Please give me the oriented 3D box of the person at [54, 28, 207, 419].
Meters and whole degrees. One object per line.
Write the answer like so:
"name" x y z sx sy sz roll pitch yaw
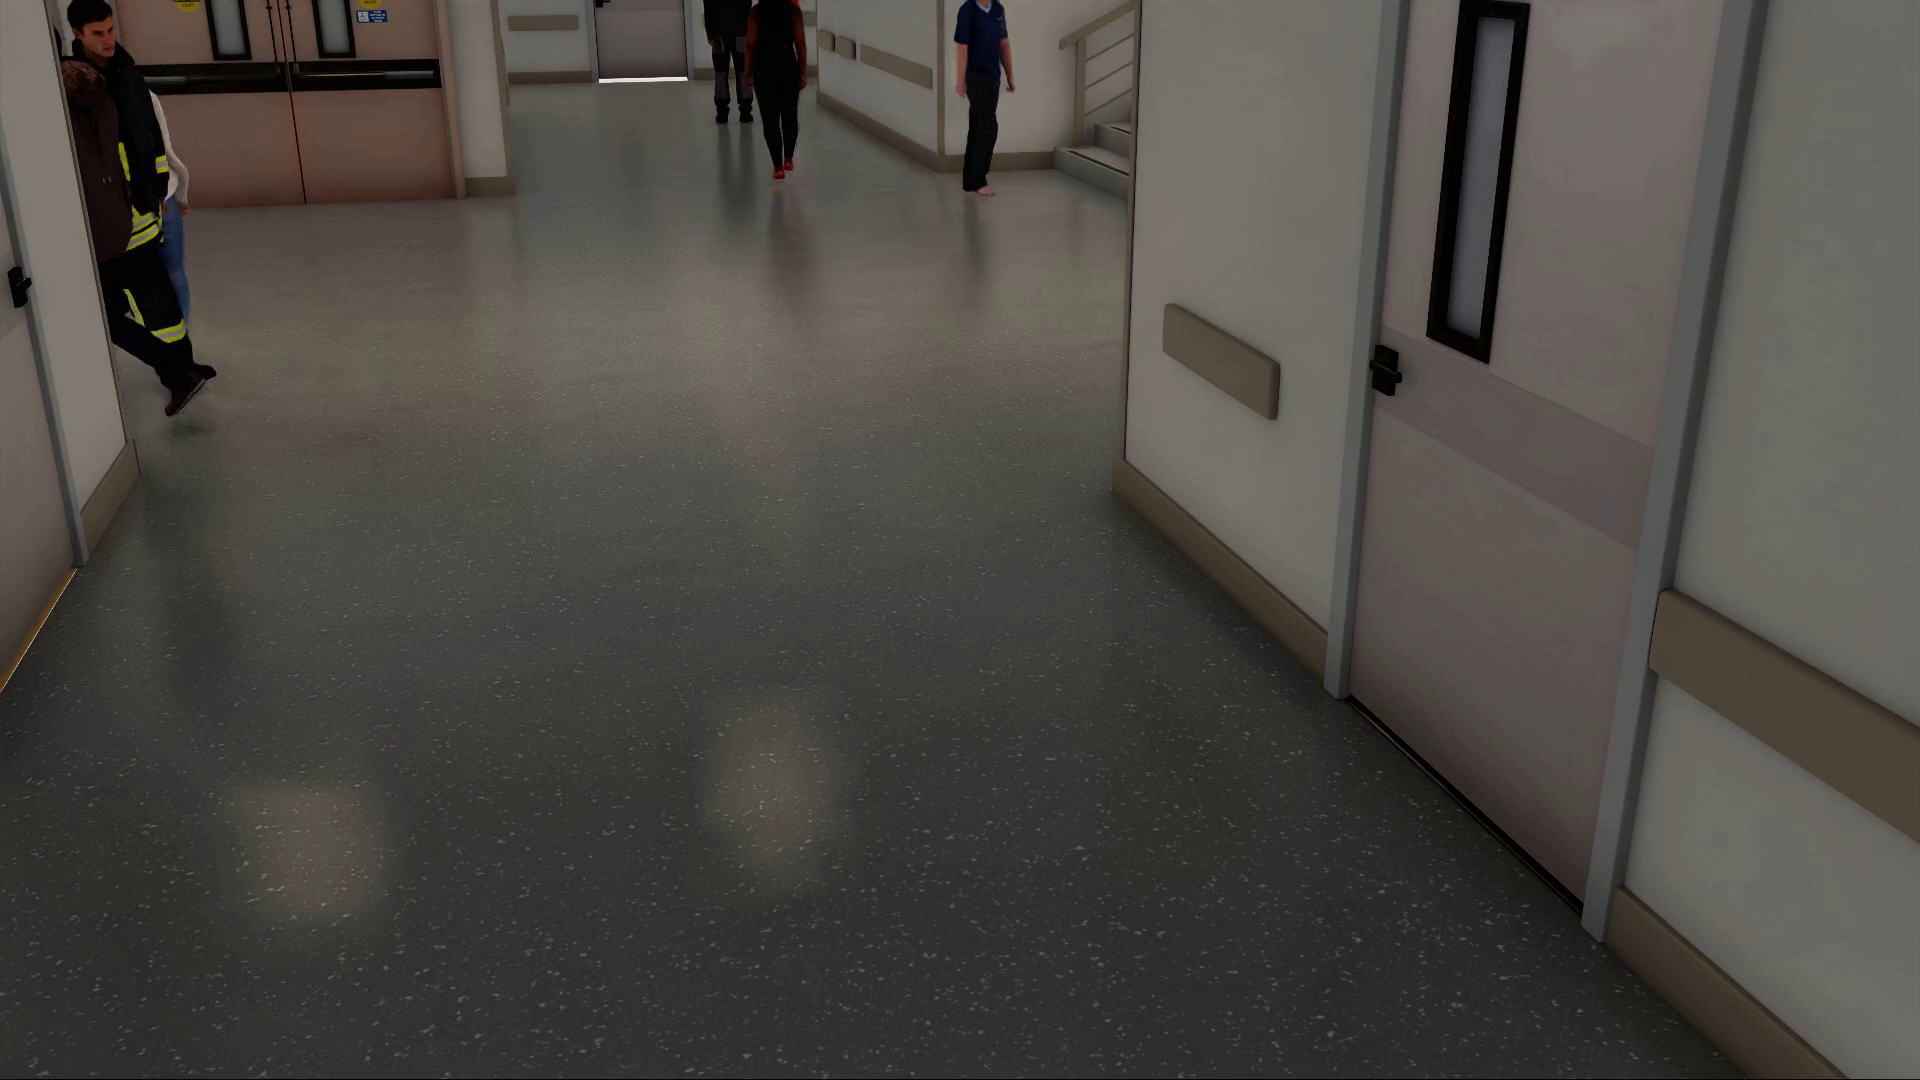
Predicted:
"person" -3.875 -1.394 7.505 1.257 1.808 1.032 3 21 8

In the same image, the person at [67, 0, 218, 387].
"person" -4.176 -1.647 8.064 1.269 1.884 1.083 3 21 7

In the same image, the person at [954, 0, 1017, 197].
"person" 0.108 -3.795 13.779 0.906 1.855 0.848 18 27 39

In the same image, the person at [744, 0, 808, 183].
"person" -1.583 -4.021 14.473 0.883 1.786 0.737 -6 21 -15

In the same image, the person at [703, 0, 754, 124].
"person" -2.585 -5.687 18.643 0.557 1.946 0.779 -3 21 -8
